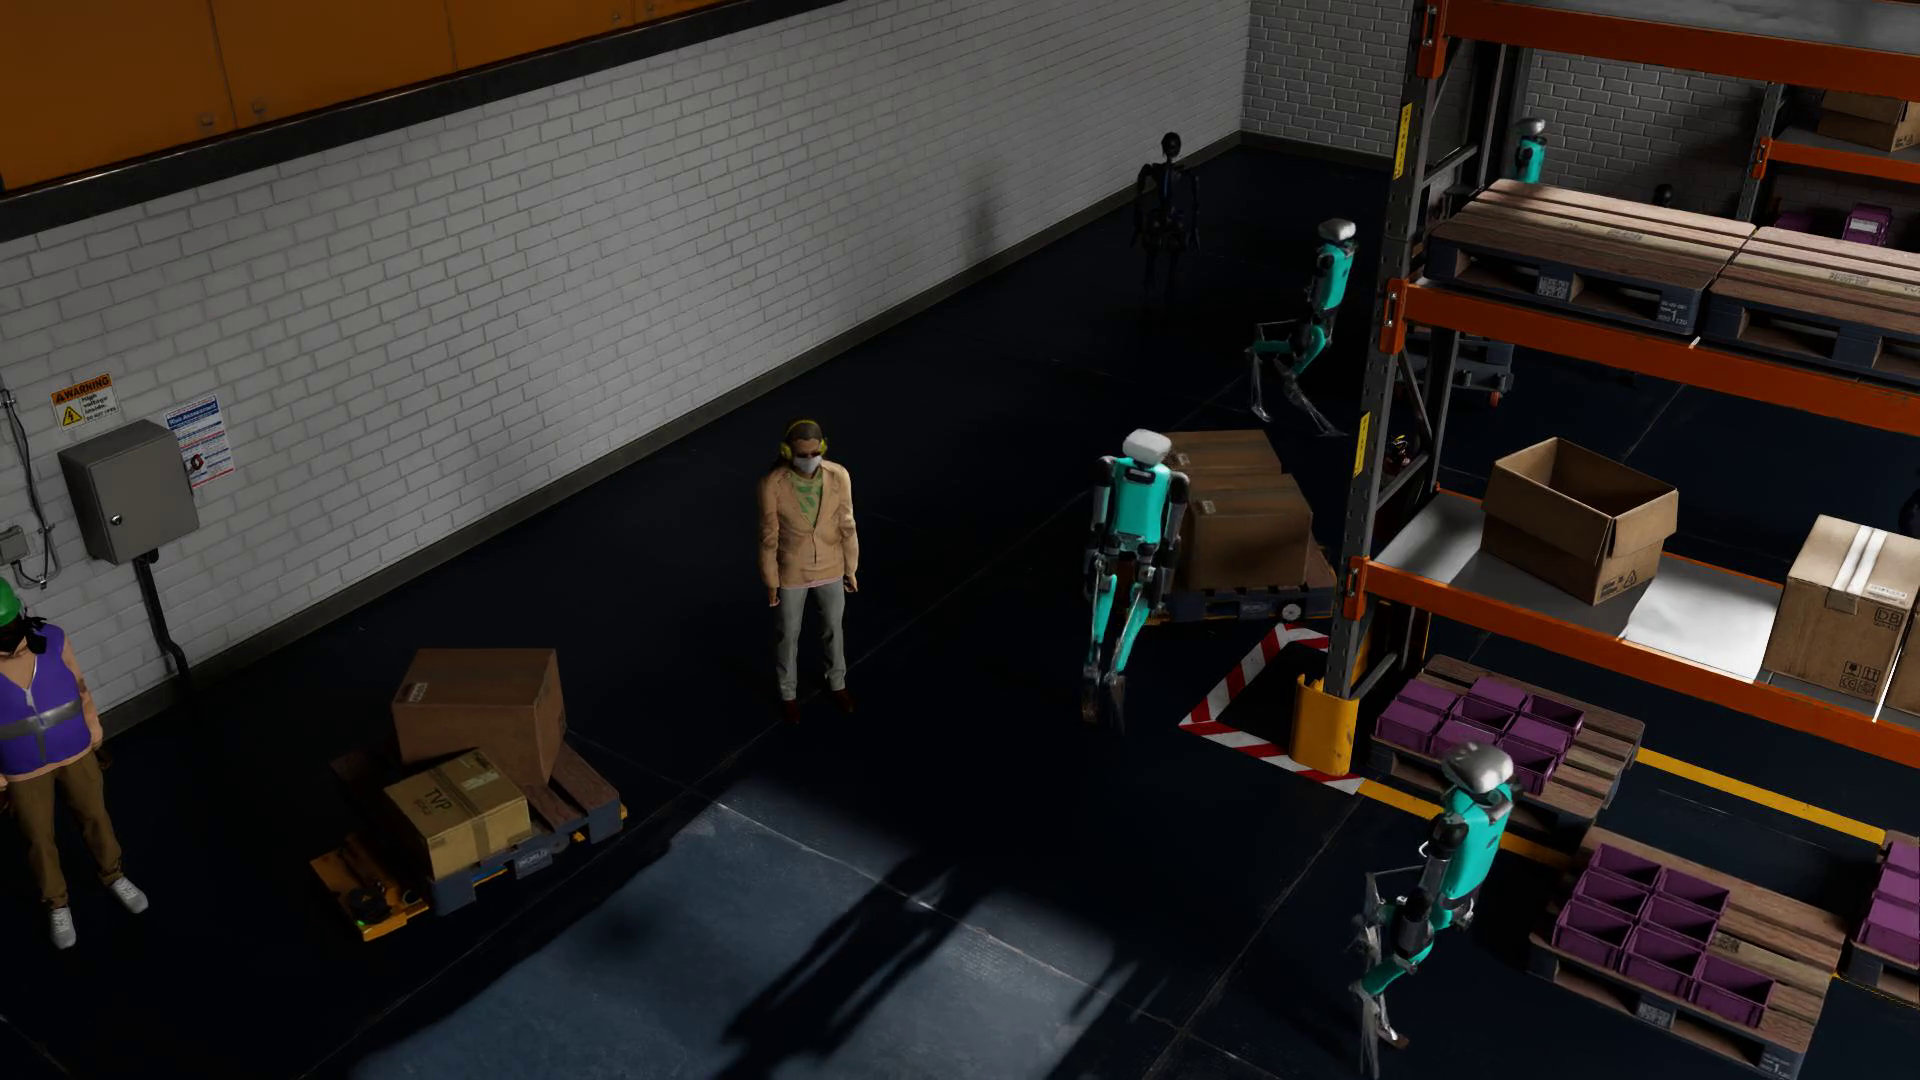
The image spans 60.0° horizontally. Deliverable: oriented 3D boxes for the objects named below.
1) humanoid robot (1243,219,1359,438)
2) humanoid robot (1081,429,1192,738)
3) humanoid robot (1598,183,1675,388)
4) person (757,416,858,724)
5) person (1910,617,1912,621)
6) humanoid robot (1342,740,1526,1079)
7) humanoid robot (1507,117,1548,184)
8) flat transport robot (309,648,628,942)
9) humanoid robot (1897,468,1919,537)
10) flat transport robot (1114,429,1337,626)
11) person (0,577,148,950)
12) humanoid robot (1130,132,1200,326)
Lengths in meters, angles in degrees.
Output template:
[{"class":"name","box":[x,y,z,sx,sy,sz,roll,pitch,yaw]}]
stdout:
[{"class":"humanoid robot","box":[2.480,-1.566,12.321,1.058,1.739,0.560,21,36,32]},{"class":"humanoid robot","box":[0.868,0.352,9.029,0.560,1.844,0.736,11,32,19]},{"class":"humanoid robot","box":[5.430,-2.016,13.119,0.610,1.646,0.387,9,31,15]},{"class":"person","box":[-0.834,0.157,9.175,0.554,1.869,0.391,-10,31,-17]},{"class":"person","box":[6.134,-0.182,9.743,0.771,1.883,0.648,7,31,12]},{"class":"humanoid robot","box":[1.840,1.532,6.981,0.533,1.849,0.772,-24,38,-35]},{"class":"humanoid robot","box":[4.589,-2.839,14.535,1.016,1.778,0.533,18,35,29]},{"class":"flat transport robot","box":[-2.487,1.489,8.456,1.431,0.231,0.659,-23,37,-34]},{"class":"humanoid robot","box":[6.197,-0.442,10.399,0.479,1.651,0.595,2,30,4]},{"class":"flat transport robot","box":[1.714,0.274,10.565,1.431,0.231,0.659,-2,30,-4]},{"class":"person","box":[-4.228,0.987,7.662,0.546,1.930,0.402,-26,39,-38]},{"class":"humanoid robot","box":[1.766,-2.659,14.234,0.609,1.646,0.346,7,31,11]}]
